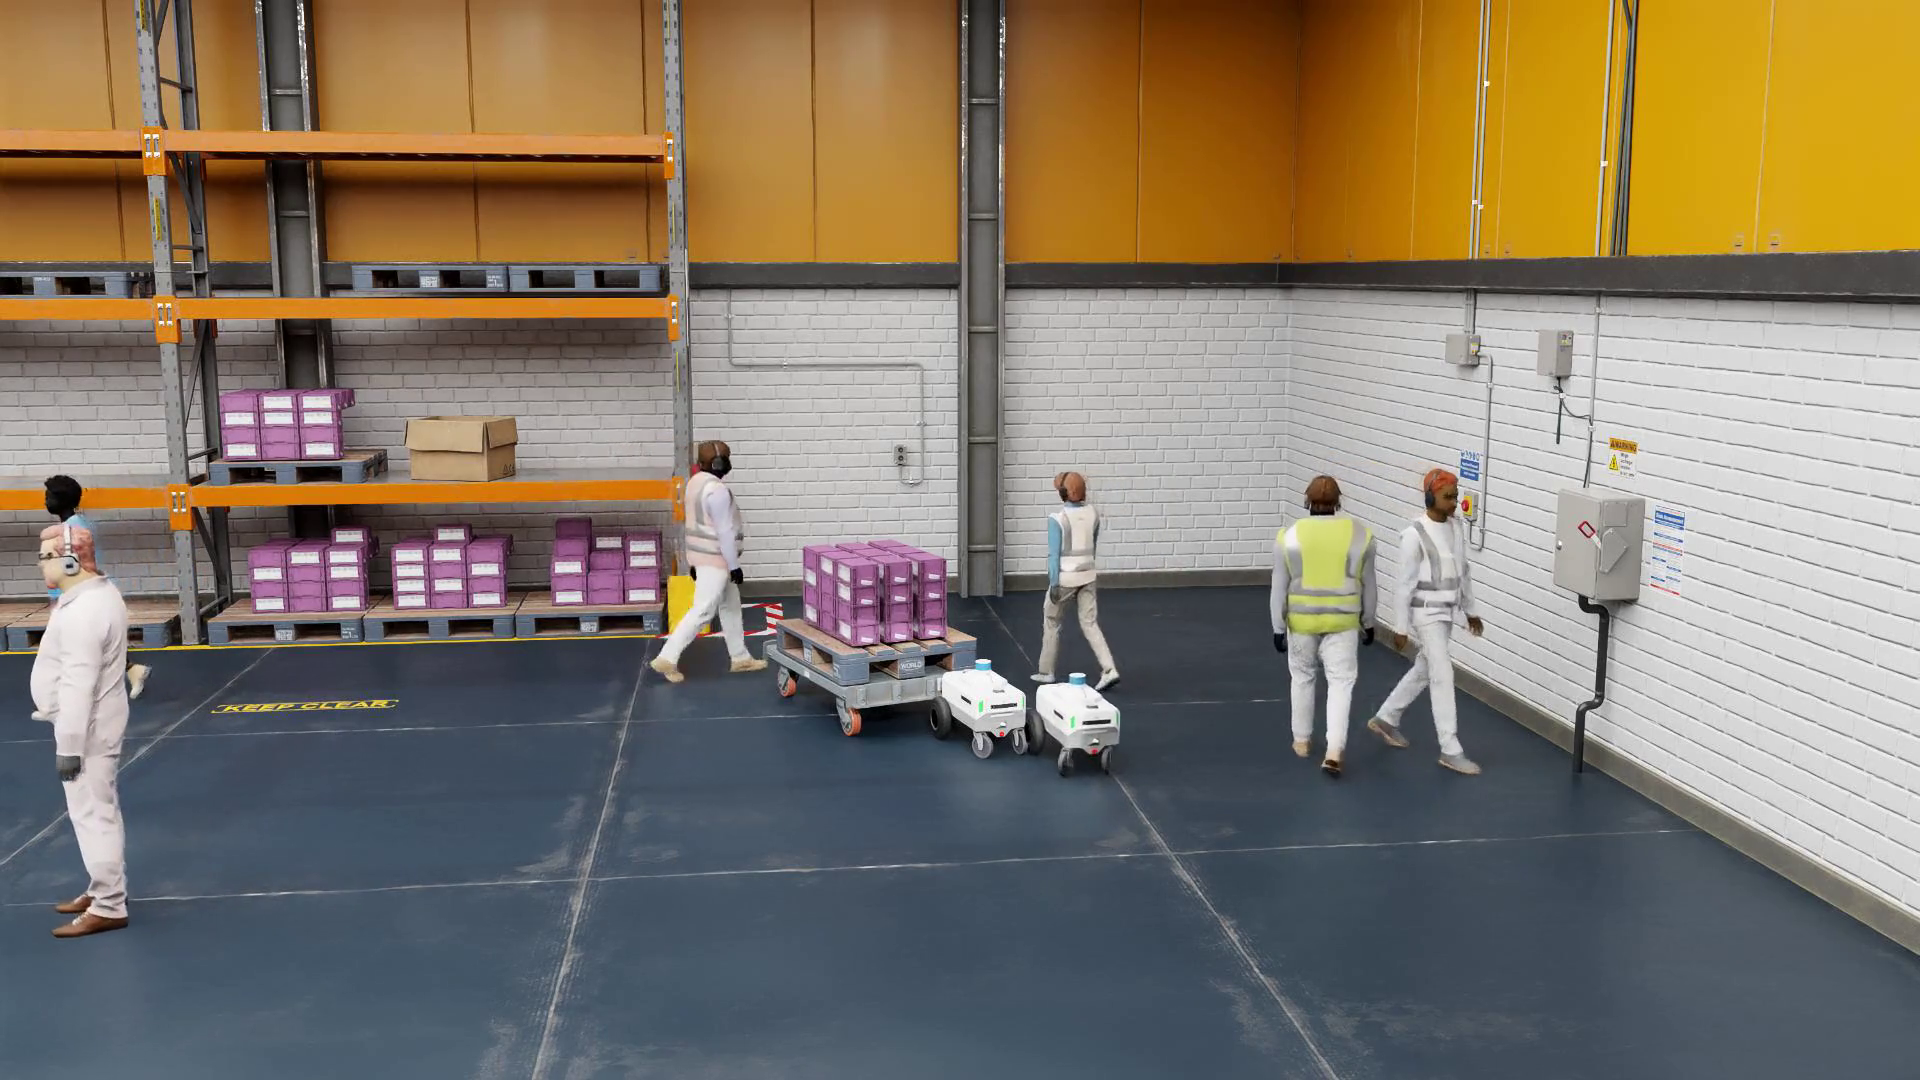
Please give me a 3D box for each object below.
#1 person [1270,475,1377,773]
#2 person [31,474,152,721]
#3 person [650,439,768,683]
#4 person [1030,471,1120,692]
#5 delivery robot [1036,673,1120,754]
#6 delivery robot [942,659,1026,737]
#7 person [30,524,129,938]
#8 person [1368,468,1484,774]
[{"bbox_3d":[2.221,0.503,10.180,0.643,1.820,0.790,2,9,11],"label":"person"},{"bbox_3d":[-5.994,0.375,11.374,0.703,1.678,0.536,-4,10,-25],"label":"person"},{"bbox_3d":[-1.902,0.153,12.406,0.914,1.812,0.612,-4,10,-23],"label":"person"},{"bbox_3d":[0.859,0.300,12.097,0.513,1.607,0.779,-6,11,-35],"label":"person"},{"bbox_3d":[0.726,1.068,10.290,0.477,0.478,0.707,-2,9,-15],"label":"delivery robot"},{"bbox_3d":[0.149,1.009,10.654,0.477,0.478,0.707,-3,10,-21],"label":"delivery robot"},{"bbox_3d":[-4.036,0.868,7.663,0.408,1.900,0.649,-3,10,-21],"label":"person"},{"bbox_3d":[2.894,0.466,10.336,0.621,1.862,0.880,-8,12,-42],"label":"person"}]
